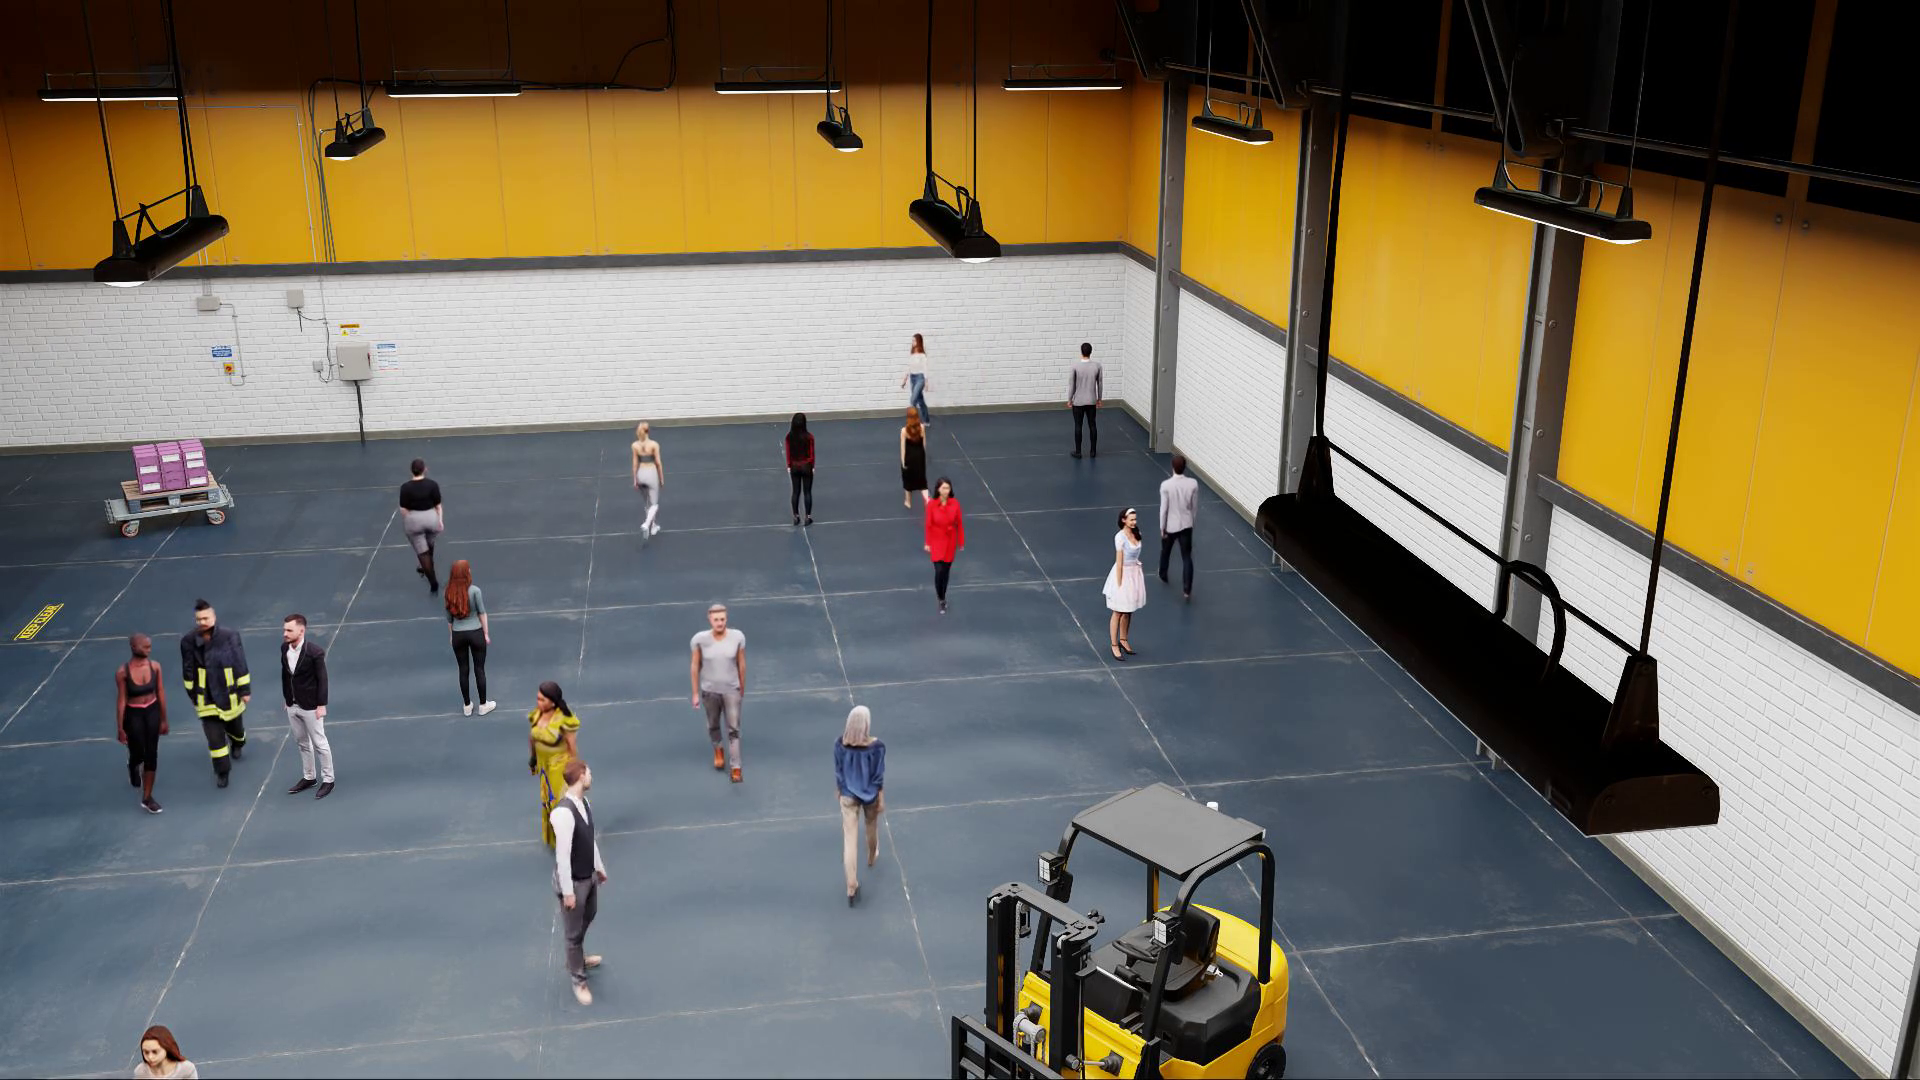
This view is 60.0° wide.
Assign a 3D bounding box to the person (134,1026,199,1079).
[{"bbox_3d":[-4.900,3.664,10.372,0.548,1.484,0.465,-4,19,-11],"label":"person"}]

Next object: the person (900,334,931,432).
[{"bbox_3d":[-0.663,-2.764,29.117,0.890,1.702,0.963,-12,22,-31],"label":"person"}]

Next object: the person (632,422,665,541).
[{"bbox_3d":[-4.397,-0.812,23.345,0.779,1.686,1.058,2,19,7],"label":"person"}]

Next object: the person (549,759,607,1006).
[{"bbox_3d":[-2.980,2.626,12.788,0.917,1.910,0.732,9,21,26],"label":"person"}]

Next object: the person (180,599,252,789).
[{"bbox_3d":[-7.313,1.447,16.416,0.902,1.826,1.173,-7,20,-21],"label":"person"}]

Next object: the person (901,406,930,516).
[{"bbox_3d":[-0.639,-1.152,24.487,0.695,1.602,1.035,-7,20,-20],"label":"person"}]

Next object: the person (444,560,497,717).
[{"bbox_3d":[-5.248,1.041,17.755,0.619,1.743,0.603,0,19,1],"label":"person"}]

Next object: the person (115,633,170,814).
[{"bbox_3d":[-7.792,1.702,15.811,0.931,1.729,1.040,-16,24,-39],"label":"person"}]

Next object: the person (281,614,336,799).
[{"bbox_3d":[-6.298,1.569,16.028,0.742,1.844,0.749,7,20,21],"label":"person"}]

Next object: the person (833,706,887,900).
[{"bbox_3d":[-0.882,2.264,14.266,0.829,1.650,1.185,2,19,6],"label":"person"}]

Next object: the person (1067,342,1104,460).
[{"bbox_3d":[2.058,-2.305,27.408,0.740,1.921,0.593,-4,19,-11],"label":"person"}]

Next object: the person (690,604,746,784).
[{"bbox_3d":[-2.387,1.460,16.440,0.686,1.788,1.086,-3,19,-9],"label":"person"}]

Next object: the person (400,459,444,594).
[{"bbox_3d":[-6.849,-0.130,21.288,0.941,1.706,1.189,-12,22,-32],"label":"person"}]

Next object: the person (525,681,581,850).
[{"bbox_3d":[-3.596,2.011,15.025,0.930,1.646,0.967,9,20,24],"label":"person"}]

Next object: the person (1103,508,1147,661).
[{"bbox_3d":[1.925,0.494,19.264,0.914,1.816,0.859,15,24,38],"label":"person"}]

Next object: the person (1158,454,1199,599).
[{"bbox_3d":[2.809,-0.140,21.161,0.764,1.807,1.230,-1,19,-4],"label":"person"}]

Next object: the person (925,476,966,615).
[{"bbox_3d":[-0.233,0.029,20.775,0.660,1.732,0.735,-5,19,-15],"label":"person"}]

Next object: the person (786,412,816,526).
[{"bbox_3d":[-2.288,-1.027,24.038,0.643,1.651,0.623,3,19,9],"label":"person"}]
